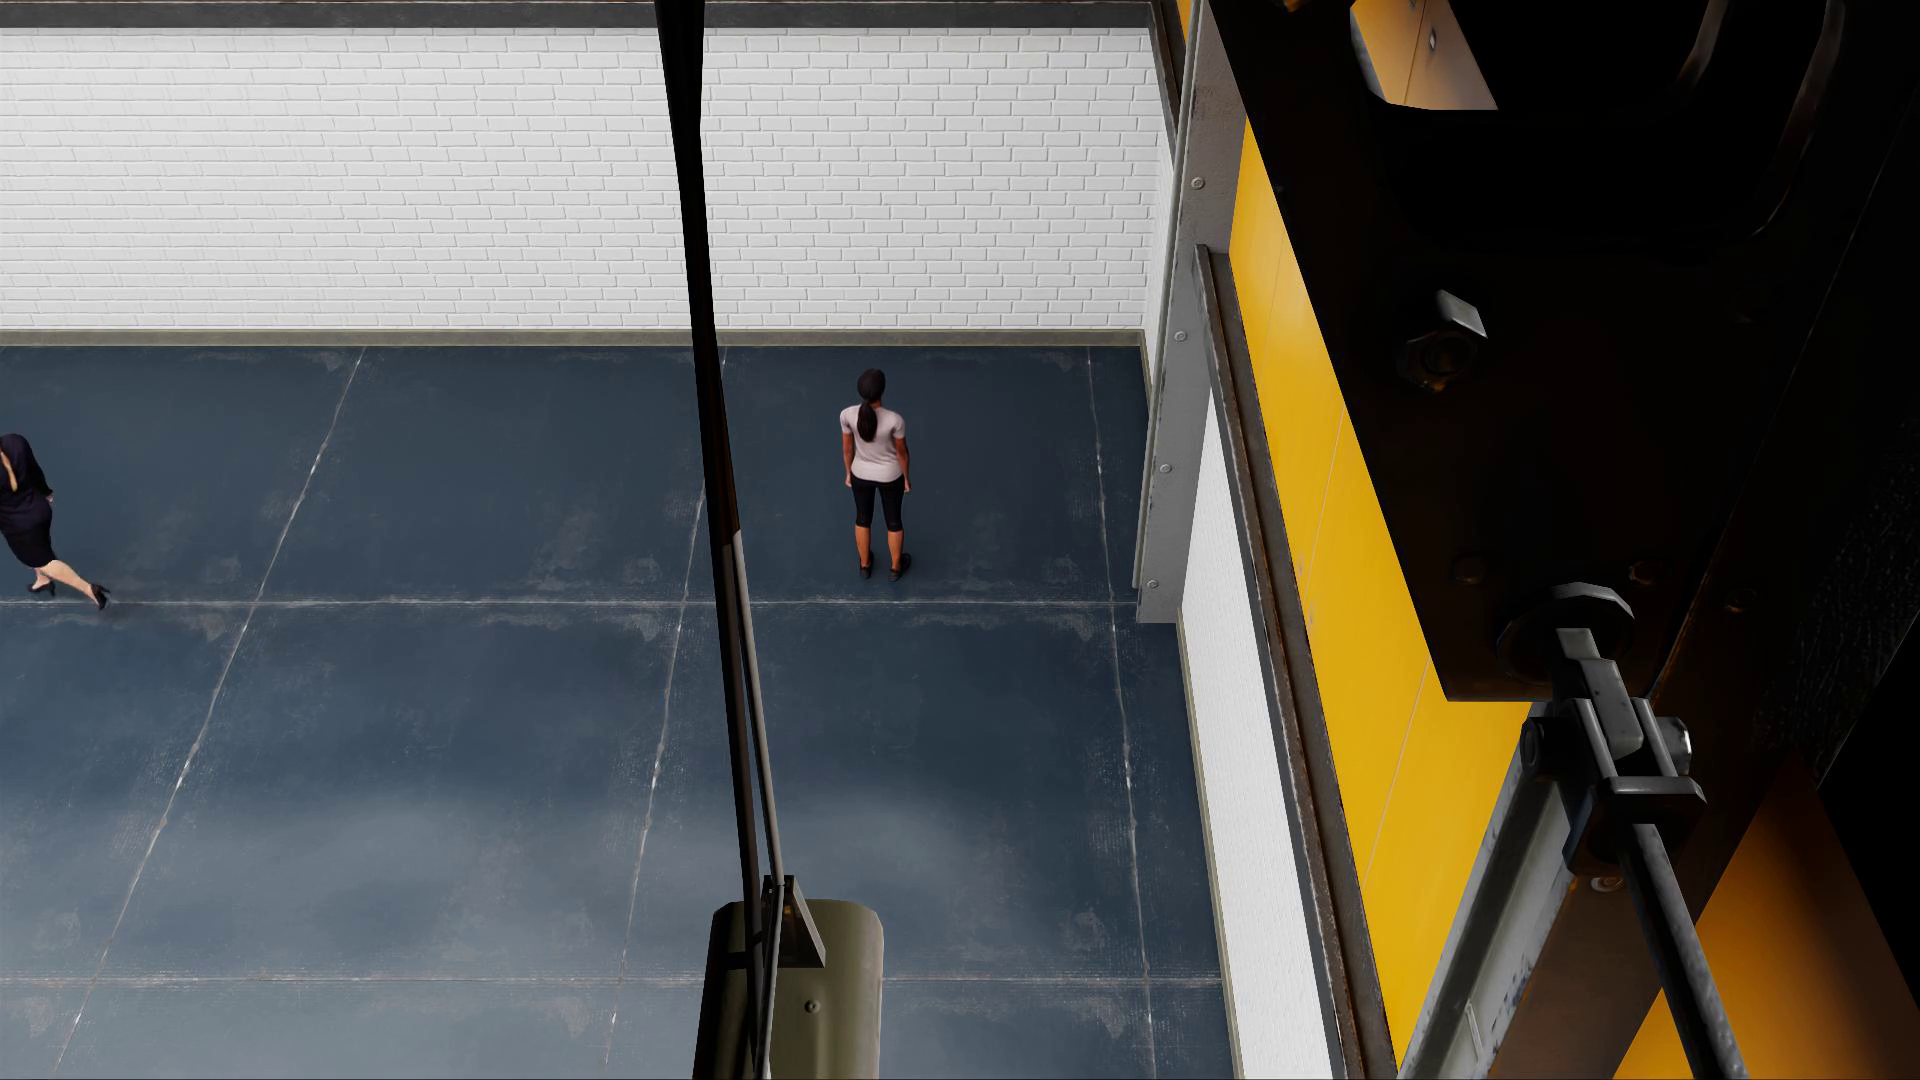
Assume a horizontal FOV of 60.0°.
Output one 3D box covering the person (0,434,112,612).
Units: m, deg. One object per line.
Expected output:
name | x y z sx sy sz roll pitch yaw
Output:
person | -6.188 -0.130 11.056 0.882 1.647 1.027 8 44 9

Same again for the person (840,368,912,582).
person | -0.571 -0.433 11.302 0.643 1.746 0.579 7 44 7
